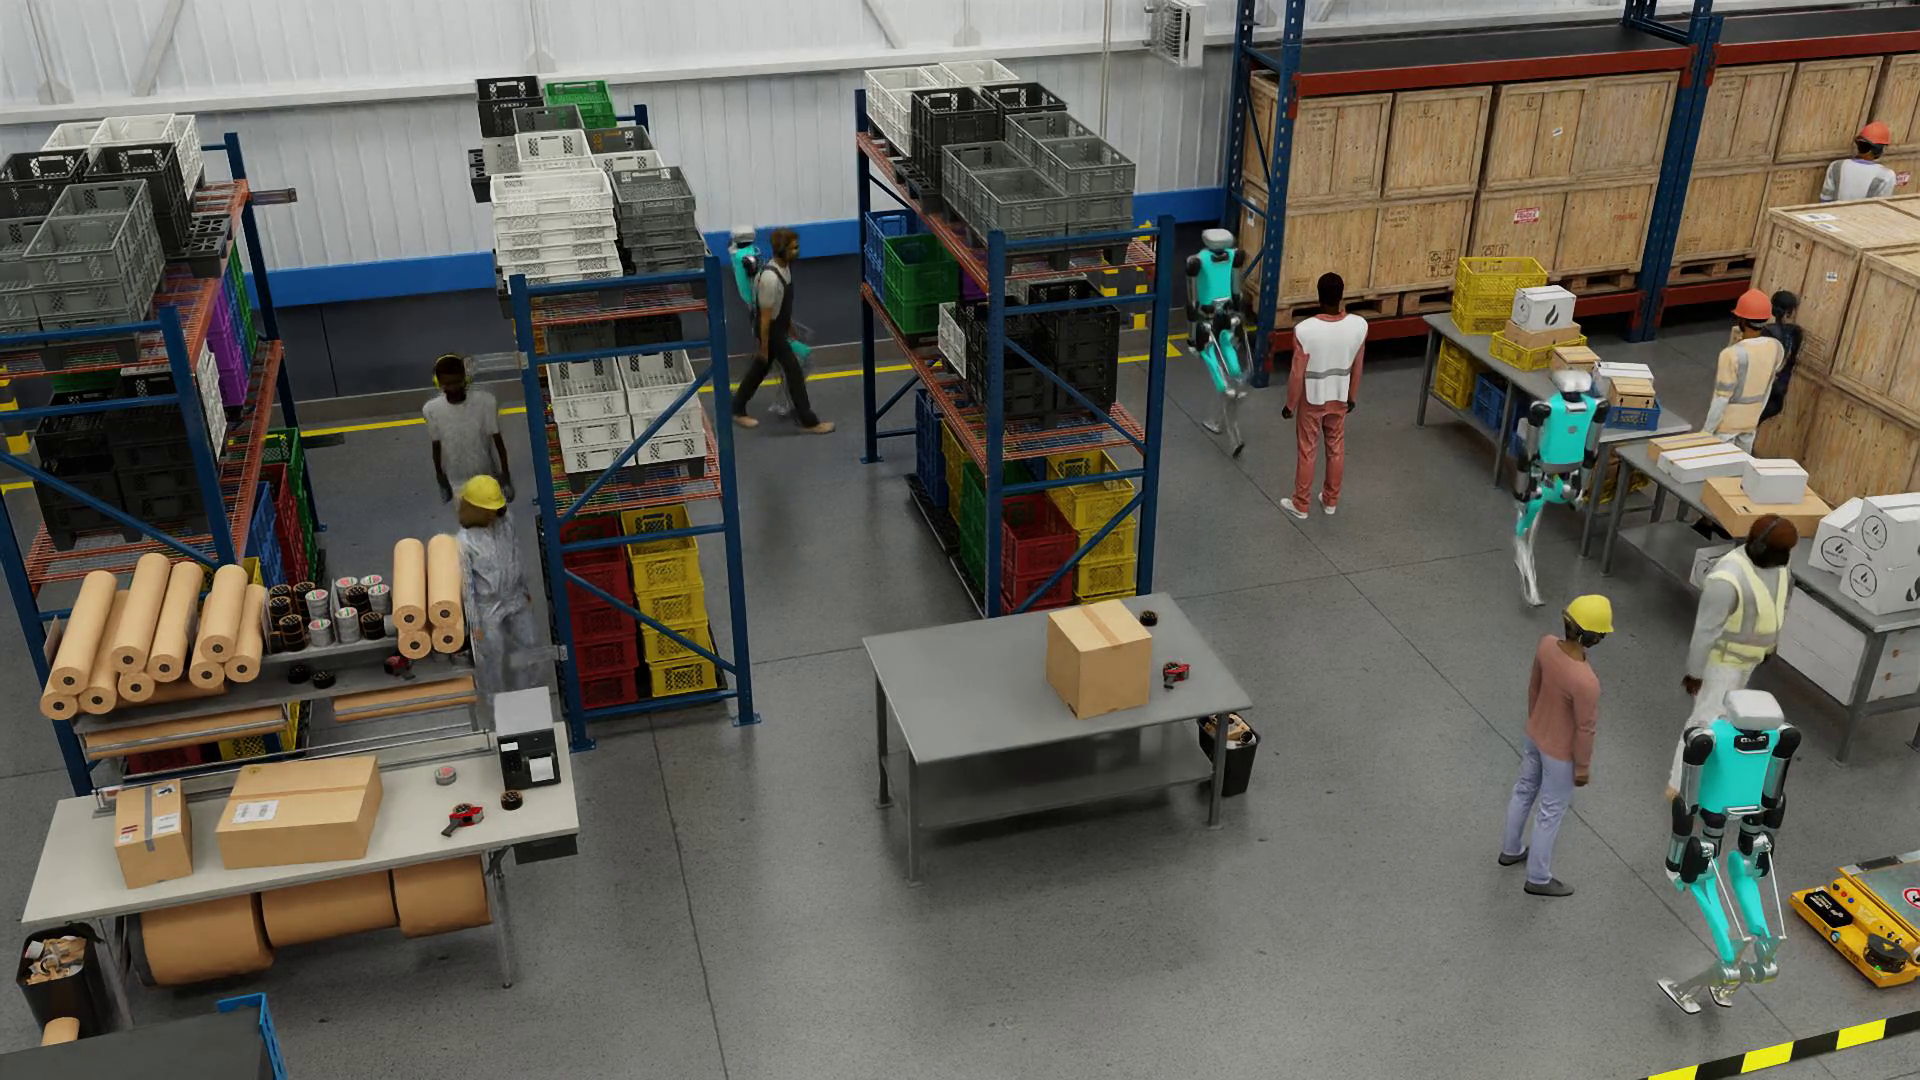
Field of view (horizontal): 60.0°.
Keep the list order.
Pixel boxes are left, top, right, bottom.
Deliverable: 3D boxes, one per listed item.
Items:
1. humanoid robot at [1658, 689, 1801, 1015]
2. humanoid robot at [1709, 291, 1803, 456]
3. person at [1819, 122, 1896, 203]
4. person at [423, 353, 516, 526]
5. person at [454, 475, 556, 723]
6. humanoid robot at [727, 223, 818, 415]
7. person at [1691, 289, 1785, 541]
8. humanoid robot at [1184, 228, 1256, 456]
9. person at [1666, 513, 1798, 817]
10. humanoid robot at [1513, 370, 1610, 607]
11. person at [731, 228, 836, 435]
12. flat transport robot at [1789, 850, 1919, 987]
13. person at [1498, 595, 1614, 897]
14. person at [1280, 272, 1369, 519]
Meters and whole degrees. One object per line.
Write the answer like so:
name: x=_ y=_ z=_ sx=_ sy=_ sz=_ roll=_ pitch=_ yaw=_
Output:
humanoid robot: x=3.610 y=1.546 z=7.684 sx=0.533 sy=1.677 sz=0.735 roll=-3 pitch=29 yaw=-5
humanoid robot: x=6.101 y=-1.158 z=12.846 sx=0.603 sy=1.627 sz=0.774 roll=-8 pitch=30 yaw=-14
person: x=8.321 y=-2.890 z=15.585 sx=0.391 sy=2.039 sz=0.606 roll=-25 pitch=38 yaw=-38
person: x=-3.321 y=-0.445 z=11.347 sx=0.514 sy=1.838 sz=0.914 roll=-9 pitch=30 yaw=-16
person: x=-2.714 y=0.405 z=9.904 sx=0.466 sy=1.725 sz=0.520 roll=17 pitch=33 yaw=29
humanoid robot: x=-1.509 y=-1.823 z=13.970 sx=0.822 sy=1.765 sz=0.541 roll=-12 pitch=31 yaw=-20
person: x=5.564 y=-0.872 z=12.018 sx=0.547 sy=1.933 sz=0.371 roll=-12 pitch=31 yaw=-21
humanoid robot: x=2.202 y=-1.549 z=13.507 sx=0.550 sy=1.823 sz=0.897 roll=-12 pitch=31 yaw=-20
person: x=4.366 y=0.641 z=9.410 sx=0.672 sy=1.818 sz=0.470 roll=-20 pitch=35 yaw=-32
humanoid robot: x=3.989 y=-0.409 z=11.368 sx=0.546 sy=1.742 sz=0.966 roll=-2 pitch=29 yaw=-4
person: x=-1.556 y=-1.702 z=13.688 sx=0.953 sy=1.794 sz=0.501 roll=0 pitch=29 yaw=0
flat transport robot: x=5.163 y=1.916 z=8.676 sx=1.431 sy=0.231 sz=0.659 roll=-8 pitch=30 yaw=-14
person: x=3.129 y=1.062 z=8.681 sx=0.318 sy=1.761 sz=0.521 roll=-7 pitch=29 yaw=-12
person: x=2.697 y=-1.055 z=12.376 sx=0.587 sy=1.913 sz=0.392 roll=-7 pitch=30 yaw=-13
